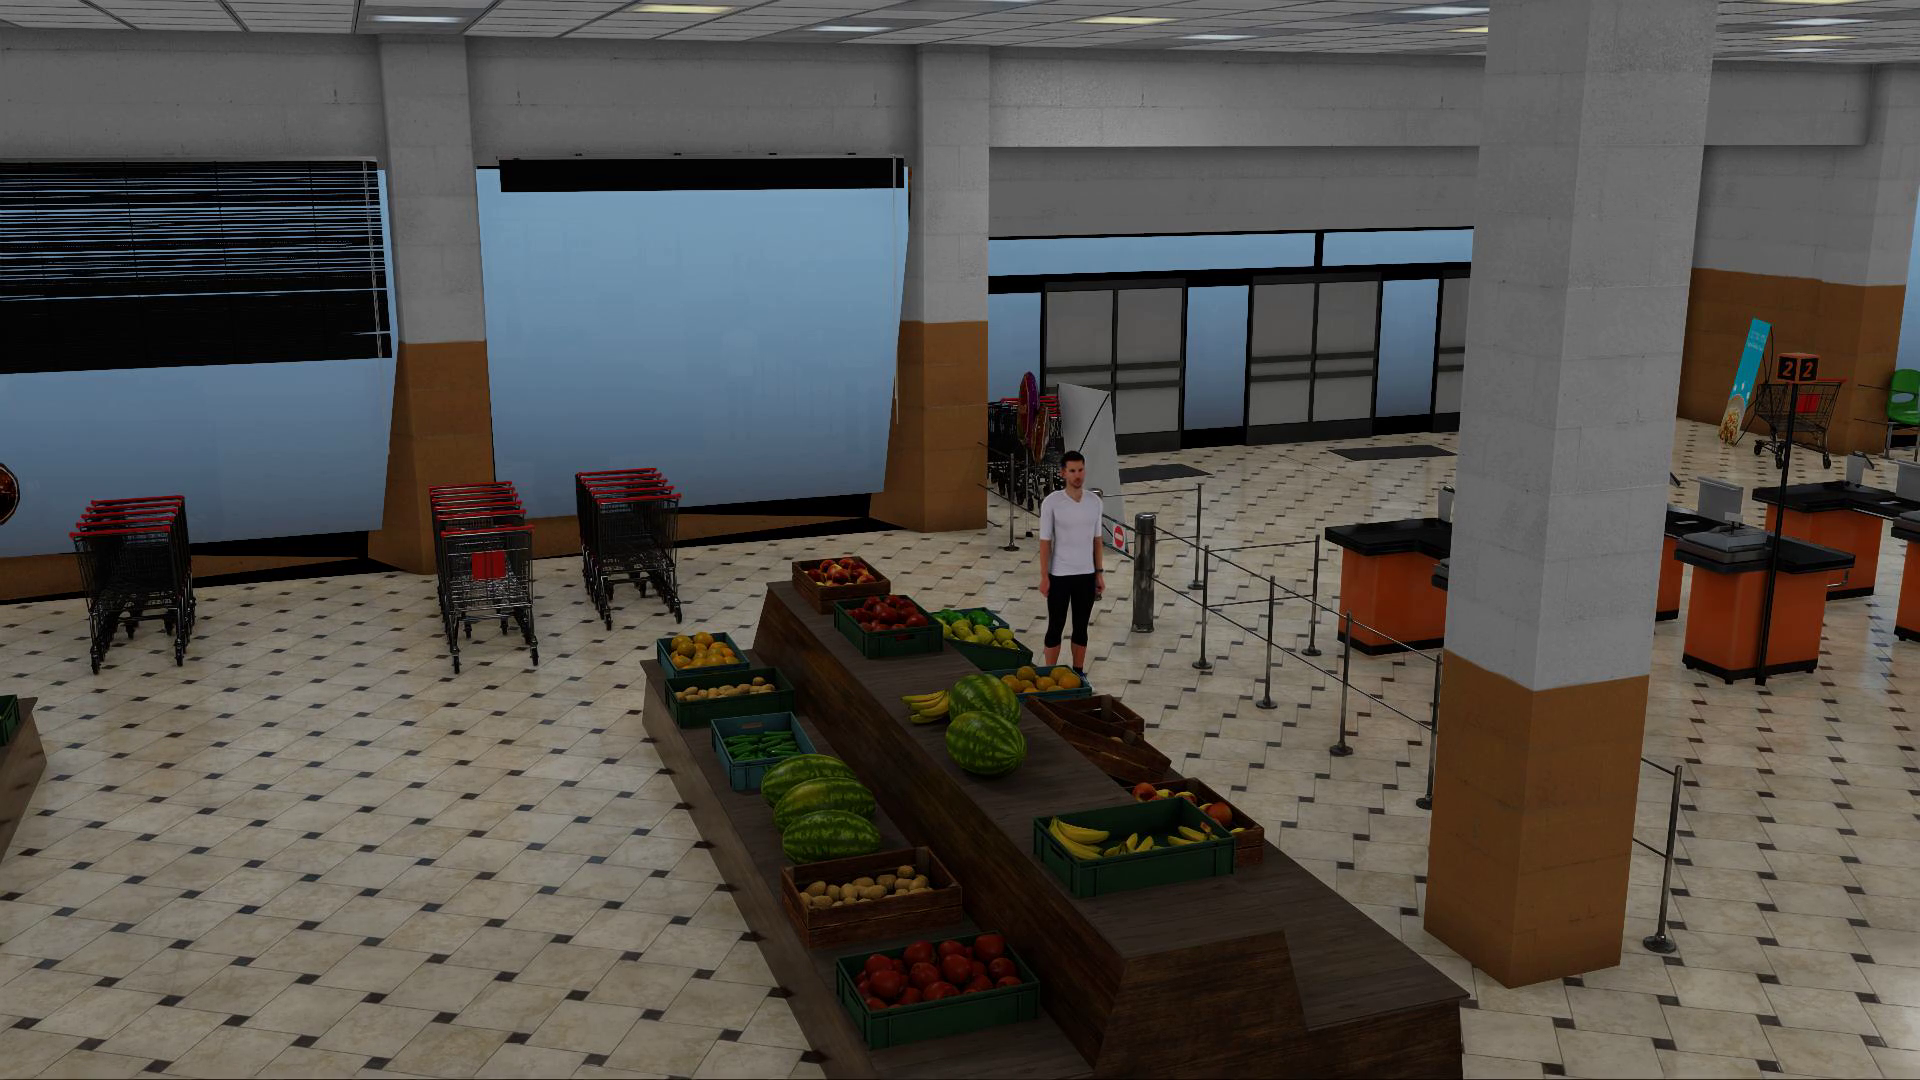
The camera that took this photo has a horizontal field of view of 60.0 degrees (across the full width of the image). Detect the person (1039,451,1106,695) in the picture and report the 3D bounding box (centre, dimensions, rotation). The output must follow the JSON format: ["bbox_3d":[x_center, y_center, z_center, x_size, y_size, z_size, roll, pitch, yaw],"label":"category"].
[{"bbox_3d":[0.829,0.241,12.474,0.660,1.851,0.549,-5,14,-18],"label":"person"}]
